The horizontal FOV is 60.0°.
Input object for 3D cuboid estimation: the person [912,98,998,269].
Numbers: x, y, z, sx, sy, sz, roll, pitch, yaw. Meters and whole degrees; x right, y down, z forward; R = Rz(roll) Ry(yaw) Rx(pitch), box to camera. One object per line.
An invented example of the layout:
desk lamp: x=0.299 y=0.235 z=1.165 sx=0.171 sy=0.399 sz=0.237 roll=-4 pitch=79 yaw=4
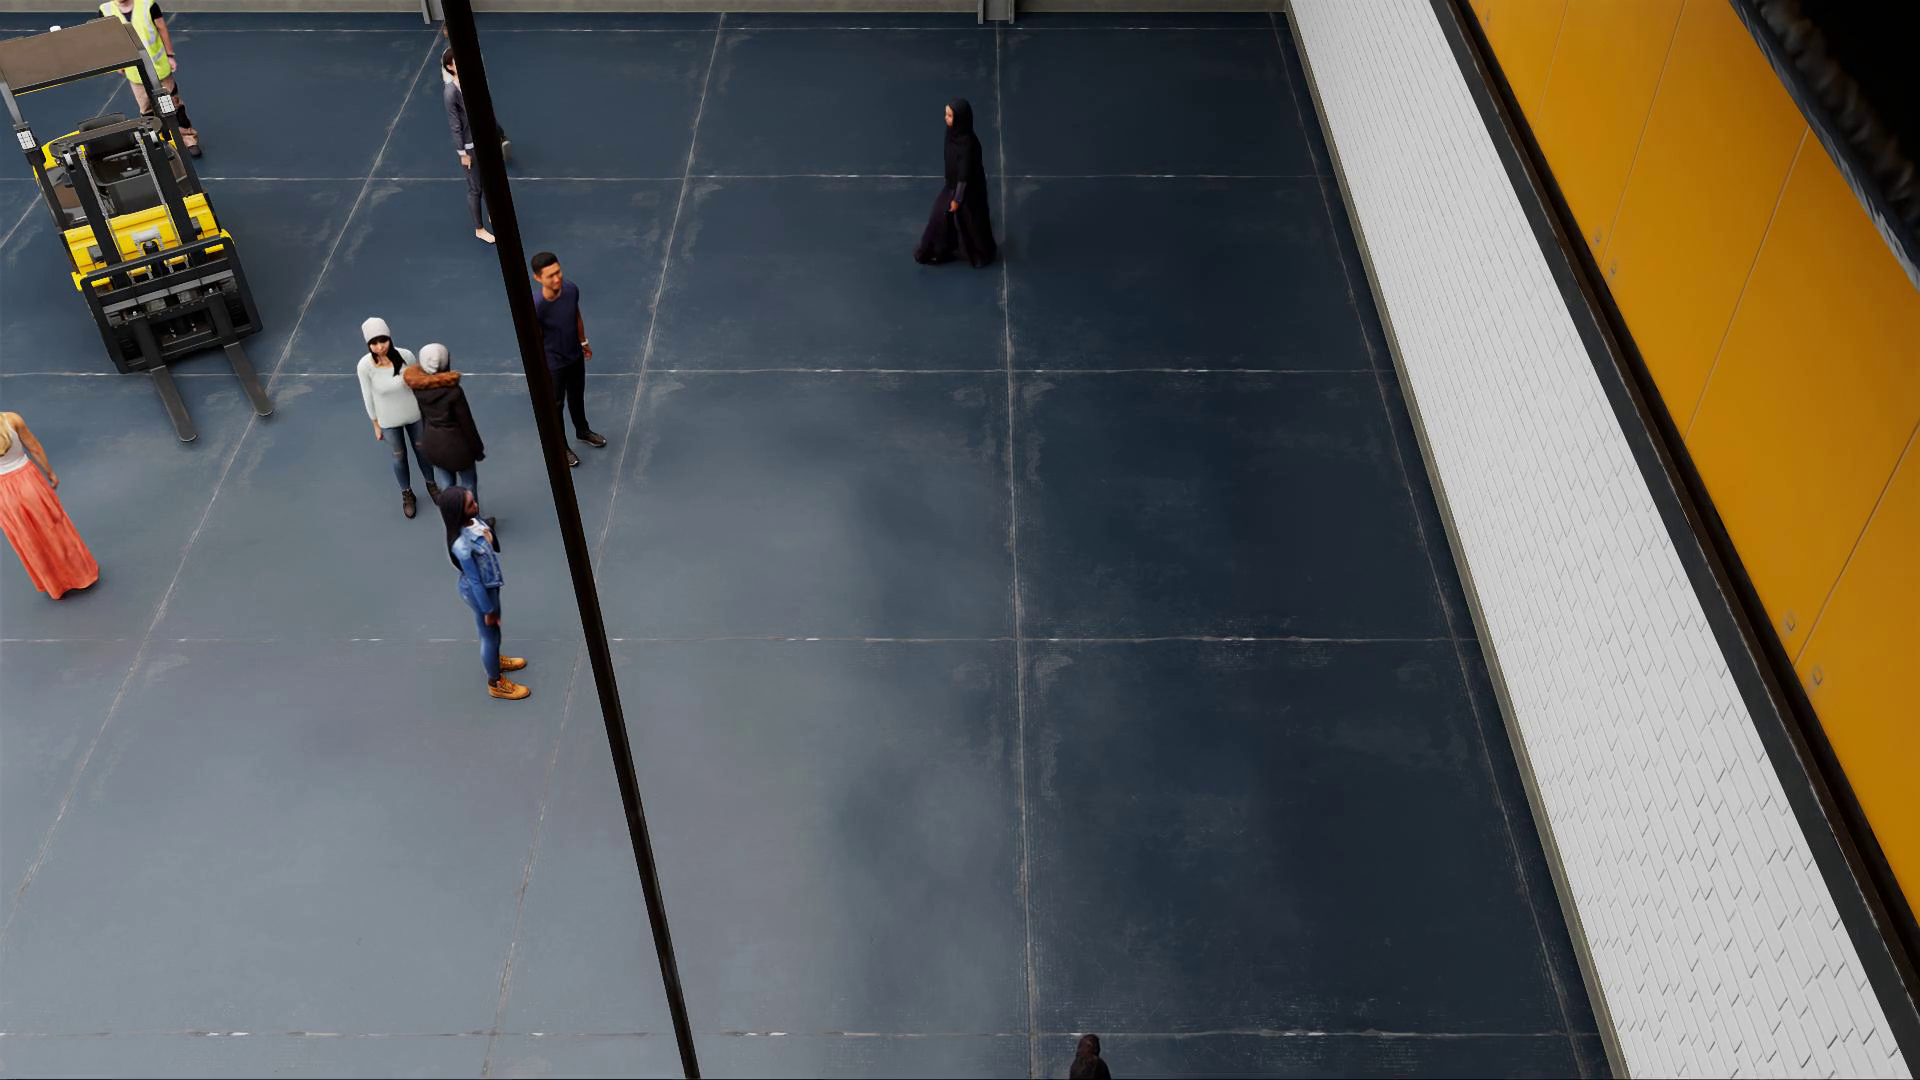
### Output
person: x=0.116 y=-3.046 z=14.184 sx=1.092 sy=1.607 sz=0.908 roll=-22 pitch=48 yaw=-21

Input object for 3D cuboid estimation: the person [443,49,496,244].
person: x=-4.238 y=-3.466 z=14.509 sx=0.633 sy=1.768 sz=0.679 roll=14 pitch=45 yaw=14

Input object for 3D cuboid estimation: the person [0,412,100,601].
person: x=-6.322 y=-0.319 z=11.181 sx=0.682 sy=1.802 sz=0.784 roll=-21 pitch=48 yaw=-21

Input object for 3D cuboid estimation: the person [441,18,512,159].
person: x=-4.545 y=-4.180 z=15.494 sx=0.951 sy=1.442 sz=0.831 roll=22 pitch=48 yaw=21

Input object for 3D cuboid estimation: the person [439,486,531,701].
person: x=-3.046 y=0.313 z=10.582 sx=0.602 sy=1.712 sz=0.658 roll=-9 pitch=44 yaw=-10

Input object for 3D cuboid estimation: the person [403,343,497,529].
person: x=-3.596 y=-0.675 z=11.683 sx=0.647 sy=1.624 sz=0.771 roll=17 pitch=46 yaw=17

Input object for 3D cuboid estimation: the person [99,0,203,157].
person: x=-7.550 y=-4.407 z=15.439 sx=0.774 sy=1.847 sz=0.861 roll=-14 pitch=45 yaw=-14

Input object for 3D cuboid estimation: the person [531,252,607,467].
person: x=-2.954 y=-1.374 z=12.294 sx=0.750 sy=1.793 sz=0.718 roll=29 pitch=51 yaw=27

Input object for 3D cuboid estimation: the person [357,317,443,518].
person: x=-4.004 y=-0.891 z=11.895 sx=0.588 sy=1.644 sz=0.705 roll=-20 pitch=47 yaw=-20
